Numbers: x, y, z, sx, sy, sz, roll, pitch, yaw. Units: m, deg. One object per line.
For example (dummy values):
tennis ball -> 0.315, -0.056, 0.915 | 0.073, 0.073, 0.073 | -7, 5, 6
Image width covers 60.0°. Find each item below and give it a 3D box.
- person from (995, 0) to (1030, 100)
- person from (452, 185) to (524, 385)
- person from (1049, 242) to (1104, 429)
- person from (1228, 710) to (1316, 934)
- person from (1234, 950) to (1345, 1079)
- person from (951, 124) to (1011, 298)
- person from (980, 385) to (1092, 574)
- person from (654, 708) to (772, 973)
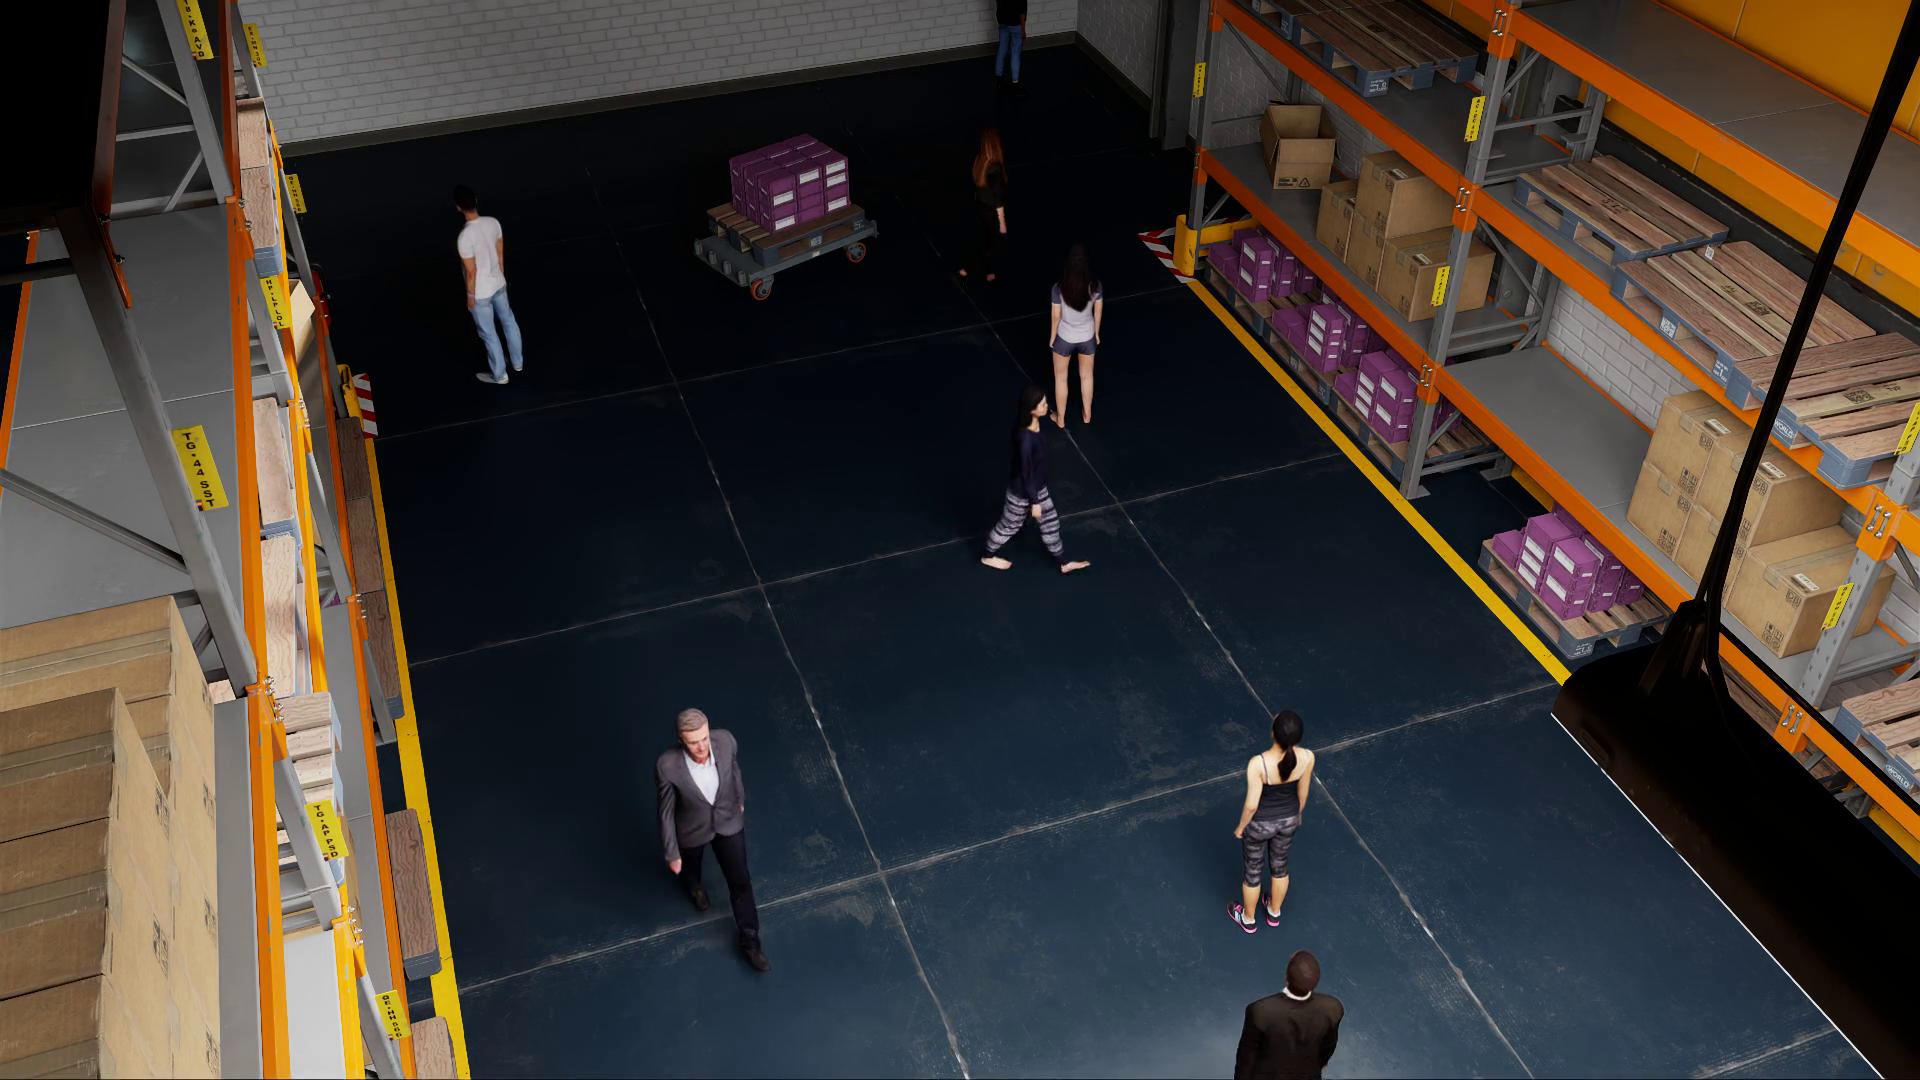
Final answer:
person -> 0.590, -5.983, 19.289 | 0.710, 1.701, 0.596 | -30, 48, -32
person -> -4.114, -2.220, 14.448 | 0.803, 1.862, 0.750 | 18, 42, 21
person -> 0.953, -1.716, 13.942 | 0.619, 1.705, 0.551 | -8, 39, -10
person -> 1.816, 1.648, 9.712 | 0.586, 1.729, 0.554 | -9, 40, -12
person -> 1.619, 2.742, 8.298 | 0.838, 1.782, 0.965 | -1, 39, -2
person -> 0.202, -3.053, 15.625 | 0.719, 1.695, 0.863 | -17, 42, -20
person -> 0.411, -0.402, 12.315 | 1.049, 1.683, 1.112 | 8, 39, 10
person -> -1.517, 1.618, 9.700 | 0.905, 1.790, 1.271 | -20, 43, -23
